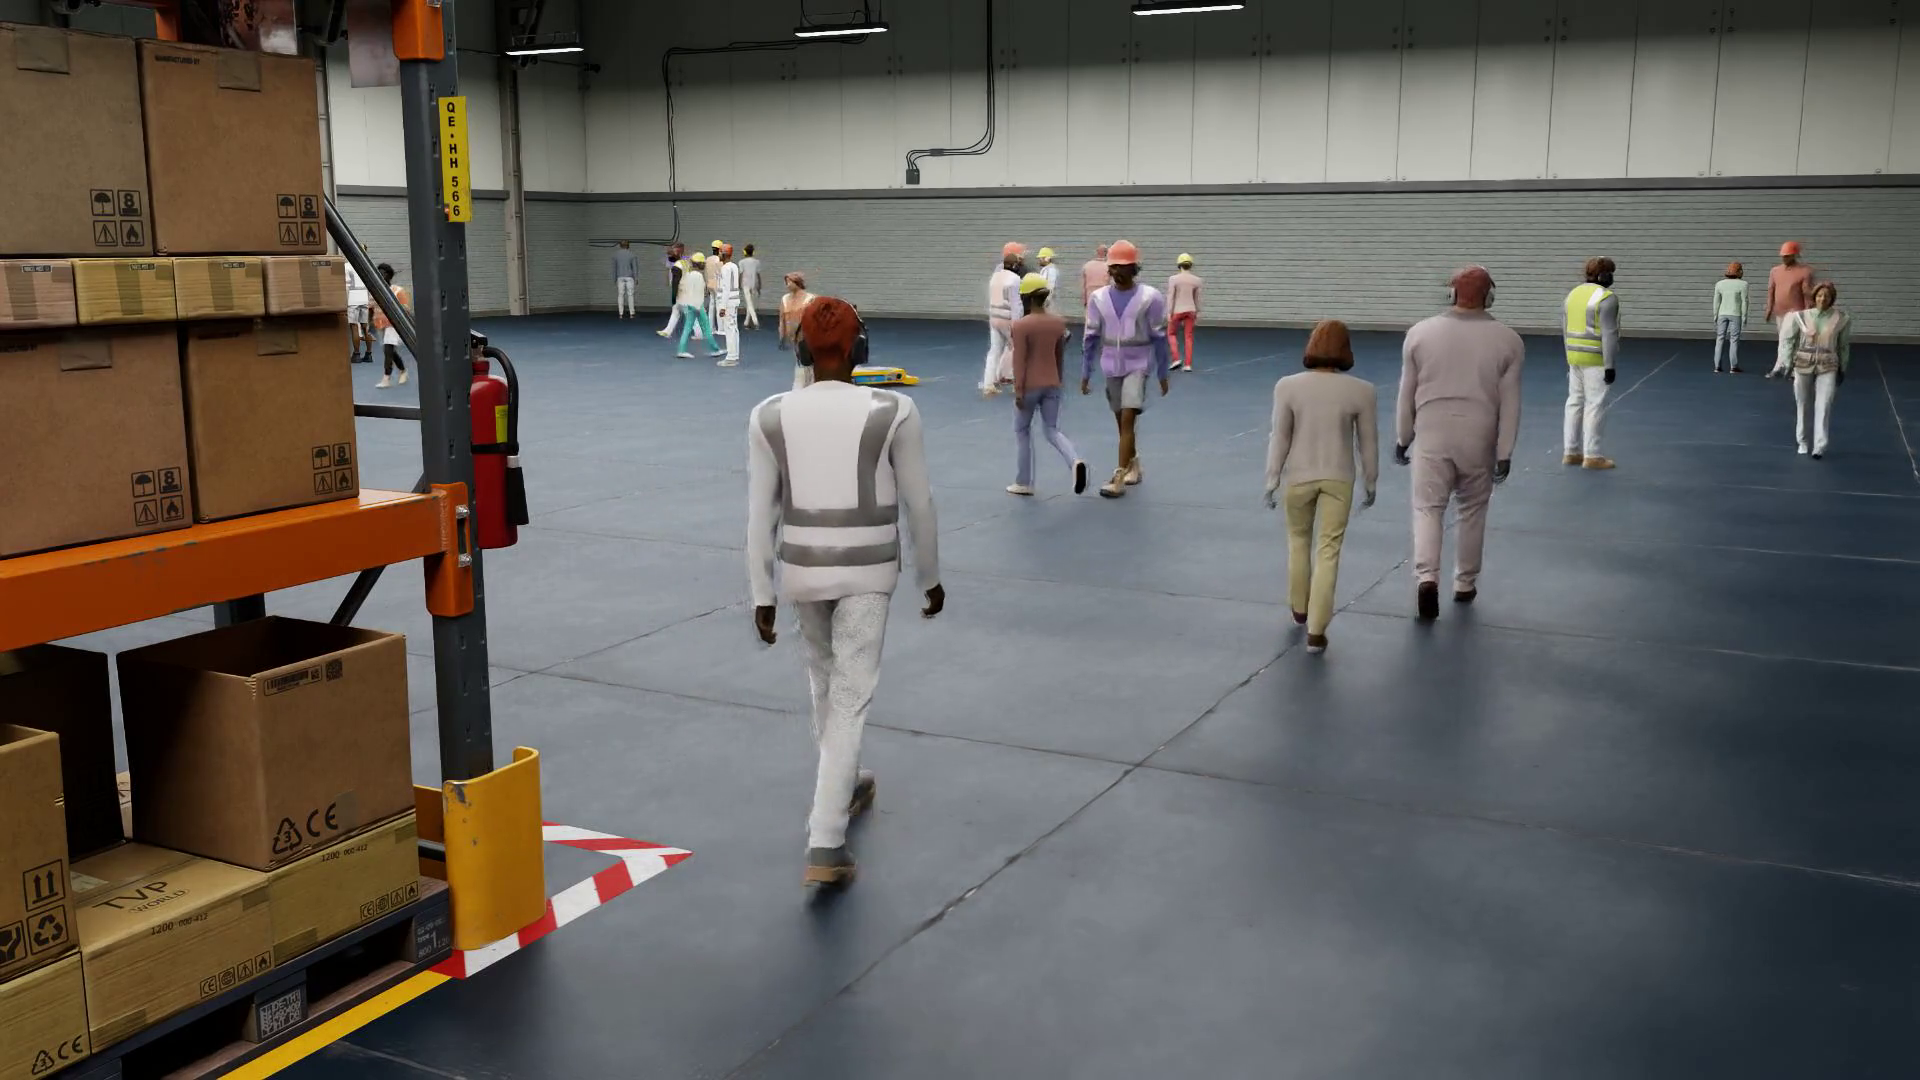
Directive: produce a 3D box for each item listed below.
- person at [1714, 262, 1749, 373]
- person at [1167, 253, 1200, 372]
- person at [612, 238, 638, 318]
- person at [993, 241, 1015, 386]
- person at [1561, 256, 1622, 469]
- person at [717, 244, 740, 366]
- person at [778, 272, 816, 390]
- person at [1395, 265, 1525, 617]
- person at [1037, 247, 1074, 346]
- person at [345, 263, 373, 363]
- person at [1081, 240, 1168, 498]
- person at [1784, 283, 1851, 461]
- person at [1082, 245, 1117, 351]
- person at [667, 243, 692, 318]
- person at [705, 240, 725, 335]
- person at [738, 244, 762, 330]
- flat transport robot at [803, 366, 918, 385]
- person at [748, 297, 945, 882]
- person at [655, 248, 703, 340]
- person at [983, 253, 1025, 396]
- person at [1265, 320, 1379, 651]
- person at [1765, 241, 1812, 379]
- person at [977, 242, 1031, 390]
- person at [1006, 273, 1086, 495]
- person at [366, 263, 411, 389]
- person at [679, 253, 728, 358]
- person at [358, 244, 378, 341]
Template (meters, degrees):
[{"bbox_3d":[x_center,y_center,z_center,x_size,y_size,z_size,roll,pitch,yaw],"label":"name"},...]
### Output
[{"bbox_3d":[11.394,-3.290,24.594,0.282,1.634,0.498,-9,13,-39],"label":"person"},{"bbox_3d":[3.322,-3.386,24.797,0.546,1.748,0.515,-3,11,-16],"label":"person"},{"bbox_3d":[-8.190,-6.400,40.720,0.635,1.937,0.352,1,10,4],"label":"person"},{"bbox_3d":[0.663,-3.056,22.490,0.354,1.936,0.635,-5,12,-27],"label":"person"},{"bbox_3d":[5.529,-1.548,14.533,0.429,1.841,0.634,-3,11,-15],"label":"person"},{"bbox_3d":[-3.605,-3.641,25.832,0.355,1.883,0.573,1,10,7],"label":"person"},{"bbox_3d":[-1.864,-2.350,19.579,0.522,1.601,0.846,7,12,33],"label":"person"},{"bbox_3d":[2.662,-0.534,8.929,0.646,1.874,0.914,3,11,18],"label":"person"},{"bbox_3d":[1.652,-4.406,30.215,0.805,1.811,0.584,-3,11,-17],"label":"person"},{"bbox_3d":[-9.583,-3.768,26.372,0.355,1.938,0.545,6,12,29],"label":"person"},{"bbox_3d":[1.314,-1.367,13.166,0.641,1.992,1.066,5,12,27],"label":"person"},{"bbox_3d":[7.794,-1.539,15.155,0.516,1.595,0.852,6,12,28],"label":"person"},{"bbox_3d":[2.358,-4.083,28.314,0.650,1.863,0.986,4,11,21],"label":"person"},{"bbox_3d":[-6.825,-6.340,40.693,0.612,1.824,0.613,2,11,12],"label":"person"},{"bbox_3d":[-4.922,-5.112,33.734,0.587,1.926,0.368,9,14,41],"label":"person"},{"bbox_3d":[-4.518,-5.426,35.709,0.530,1.836,0.918,-7,13,-34],"label":"person"},{"bbox_3d":[-1.336,-2.197,22.353,1.431,0.197,0.652,-6,12,-32],"label":"flat transport robot"},{"bbox_3d":[-0.391,0.136,5.399,0.591,1.838,0.999,3,11,16],"label":"person"},{"bbox_3d":[-5.432,-4.762,32.250,0.945,1.772,0.686,0,10,1],"label":"person"},{"bbox_3d":[0.644,-2.707,20.981,0.801,1.790,0.677,-7,13,-35],"label":"person"},{"bbox_3d":[1.814,-0.290,8.311,0.535,1.597,0.795,3,11,17],"label":"person"},{"bbox_3d":[11.854,-3.276,23.672,0.943,1.953,0.596,-6,12,-28],"label":"person"},{"bbox_3d":[0.769,-2.939,21.882,1.060,1.932,0.620,-2,11,-11],"label":"person"},{"bbox_3d":[0.650,-1.181,12.794,0.525,1.737,0.707,-7,13,-35],"label":"person"},{"bbox_3d":[-7.614,-2.875,22.250,0.528,1.666,0.837,3,11,18],"label":"person"},{"bbox_3d":[-4.270,-3.871,27.506,0.882,1.724,0.565,-5,12,-27],"label":"person"},{"bbox_3d":[-11.414,-4.724,31.790,0.520,1.865,0.328,5,12,27],"label":"person"}]
